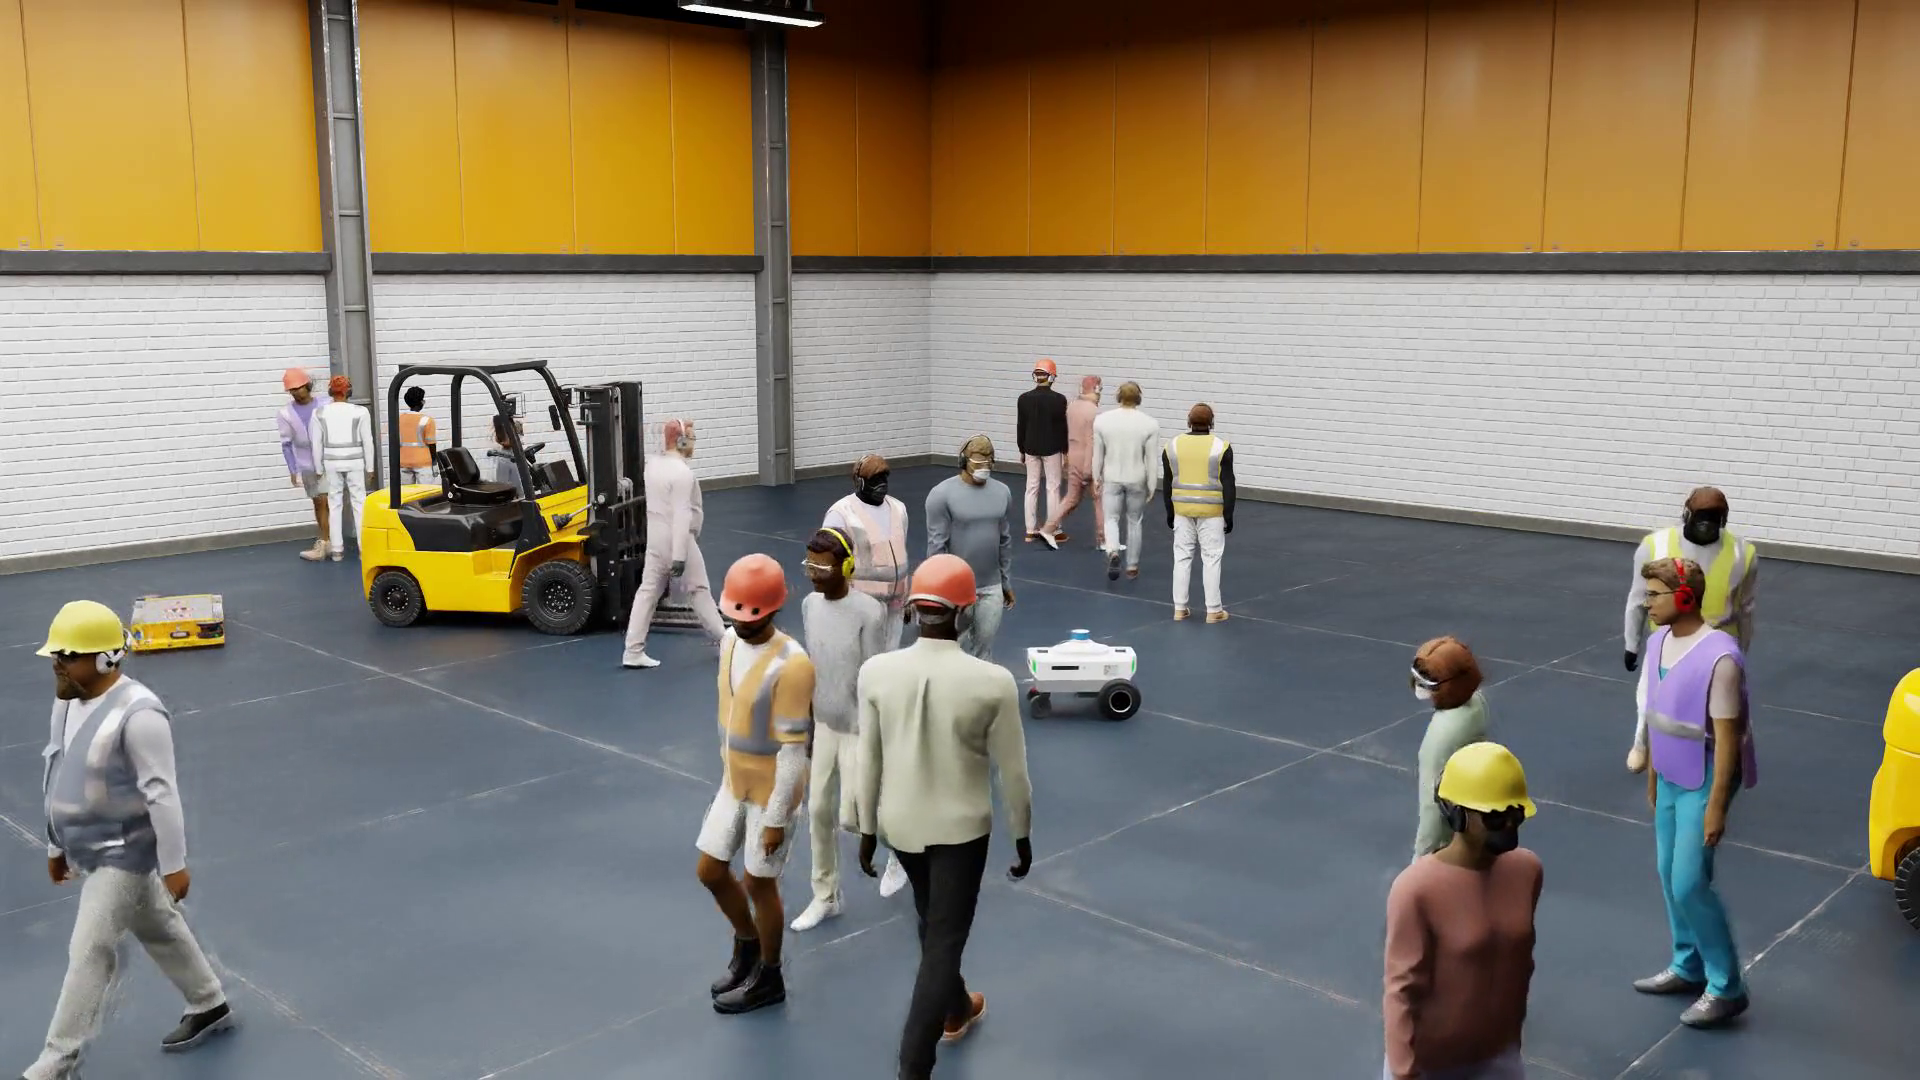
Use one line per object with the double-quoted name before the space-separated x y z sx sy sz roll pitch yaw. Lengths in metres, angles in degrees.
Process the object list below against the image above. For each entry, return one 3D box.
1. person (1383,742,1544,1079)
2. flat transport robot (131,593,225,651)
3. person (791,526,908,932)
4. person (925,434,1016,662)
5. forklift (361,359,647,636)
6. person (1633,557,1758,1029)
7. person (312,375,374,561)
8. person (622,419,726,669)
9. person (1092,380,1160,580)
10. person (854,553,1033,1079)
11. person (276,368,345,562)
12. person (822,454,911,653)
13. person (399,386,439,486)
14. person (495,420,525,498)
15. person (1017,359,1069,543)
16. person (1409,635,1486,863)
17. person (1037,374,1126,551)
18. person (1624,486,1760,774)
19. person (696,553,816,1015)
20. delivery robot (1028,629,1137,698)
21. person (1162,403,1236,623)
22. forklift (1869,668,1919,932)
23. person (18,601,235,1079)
"person" 1.356 1.372 4.473 0.541 1.714 0.933 -4 10 -22
"flat transport robot" -6.296 0.639 13.405 0.652 0.197 1.431 -4 10 -24
"person" -0.458 0.825 7.471 0.550 1.841 0.612 8 12 40
"person" 0.076 0.296 10.427 0.627 1.934 0.370 -6 11 -34
"forklift" -3.850 -0.407 13.936 2.313 2.155 1.214 2 9 11
"person" 2.894 0.976 6.585 0.423 1.824 0.596 -1 9 -3
"person" -6.232 -0.725 16.839 0.576 1.881 0.352 -2 9 -11
"person" -2.065 0.027 12.334 1.050 1.842 0.637 -7 12 -37
"person" 1.553 -0.543 15.620 0.644 1.919 0.693 1 9 9
"person" -0.067 1.018 5.977 0.638 1.949 1.031 4 10 21
"person" -6.540 -0.769 16.885 0.641 1.974 0.886 -1 9 -4
"person" -0.529 0.396 10.095 0.429 1.842 0.633 9 13 44
"person" -5.873 -0.813 17.981 0.532 1.691 0.321 3 10 18
"person" -4.138 -0.309 15.154 0.821 1.597 0.502 -1 9 -7
"person" 0.912 -0.956 17.943 0.608 1.987 0.388 5 10 27
"person" 1.878 1.125 6.356 0.305 1.598 0.633 6 11 34
"person" 1.261 -0.800 17.349 0.863 1.868 0.640 -4 10 -25
"person" 3.986 0.570 9.122 0.649 1.814 0.704 3 10 18
"person" -0.792 0.966 6.432 0.435 1.896 0.613 -8 12 -39
"delivery robot" 0.803 0.837 11.036 0.707 0.478 0.477 0 9 -2
"person" 2.008 -0.225 13.907 0.626 1.843 0.429 5 10 26
"forklift" 5.205 0.723 7.013 2.313 2.155 1.214 9 13 43
"person" -3.089 1.091 6.000 0.611 1.782 0.956 7 12 38
